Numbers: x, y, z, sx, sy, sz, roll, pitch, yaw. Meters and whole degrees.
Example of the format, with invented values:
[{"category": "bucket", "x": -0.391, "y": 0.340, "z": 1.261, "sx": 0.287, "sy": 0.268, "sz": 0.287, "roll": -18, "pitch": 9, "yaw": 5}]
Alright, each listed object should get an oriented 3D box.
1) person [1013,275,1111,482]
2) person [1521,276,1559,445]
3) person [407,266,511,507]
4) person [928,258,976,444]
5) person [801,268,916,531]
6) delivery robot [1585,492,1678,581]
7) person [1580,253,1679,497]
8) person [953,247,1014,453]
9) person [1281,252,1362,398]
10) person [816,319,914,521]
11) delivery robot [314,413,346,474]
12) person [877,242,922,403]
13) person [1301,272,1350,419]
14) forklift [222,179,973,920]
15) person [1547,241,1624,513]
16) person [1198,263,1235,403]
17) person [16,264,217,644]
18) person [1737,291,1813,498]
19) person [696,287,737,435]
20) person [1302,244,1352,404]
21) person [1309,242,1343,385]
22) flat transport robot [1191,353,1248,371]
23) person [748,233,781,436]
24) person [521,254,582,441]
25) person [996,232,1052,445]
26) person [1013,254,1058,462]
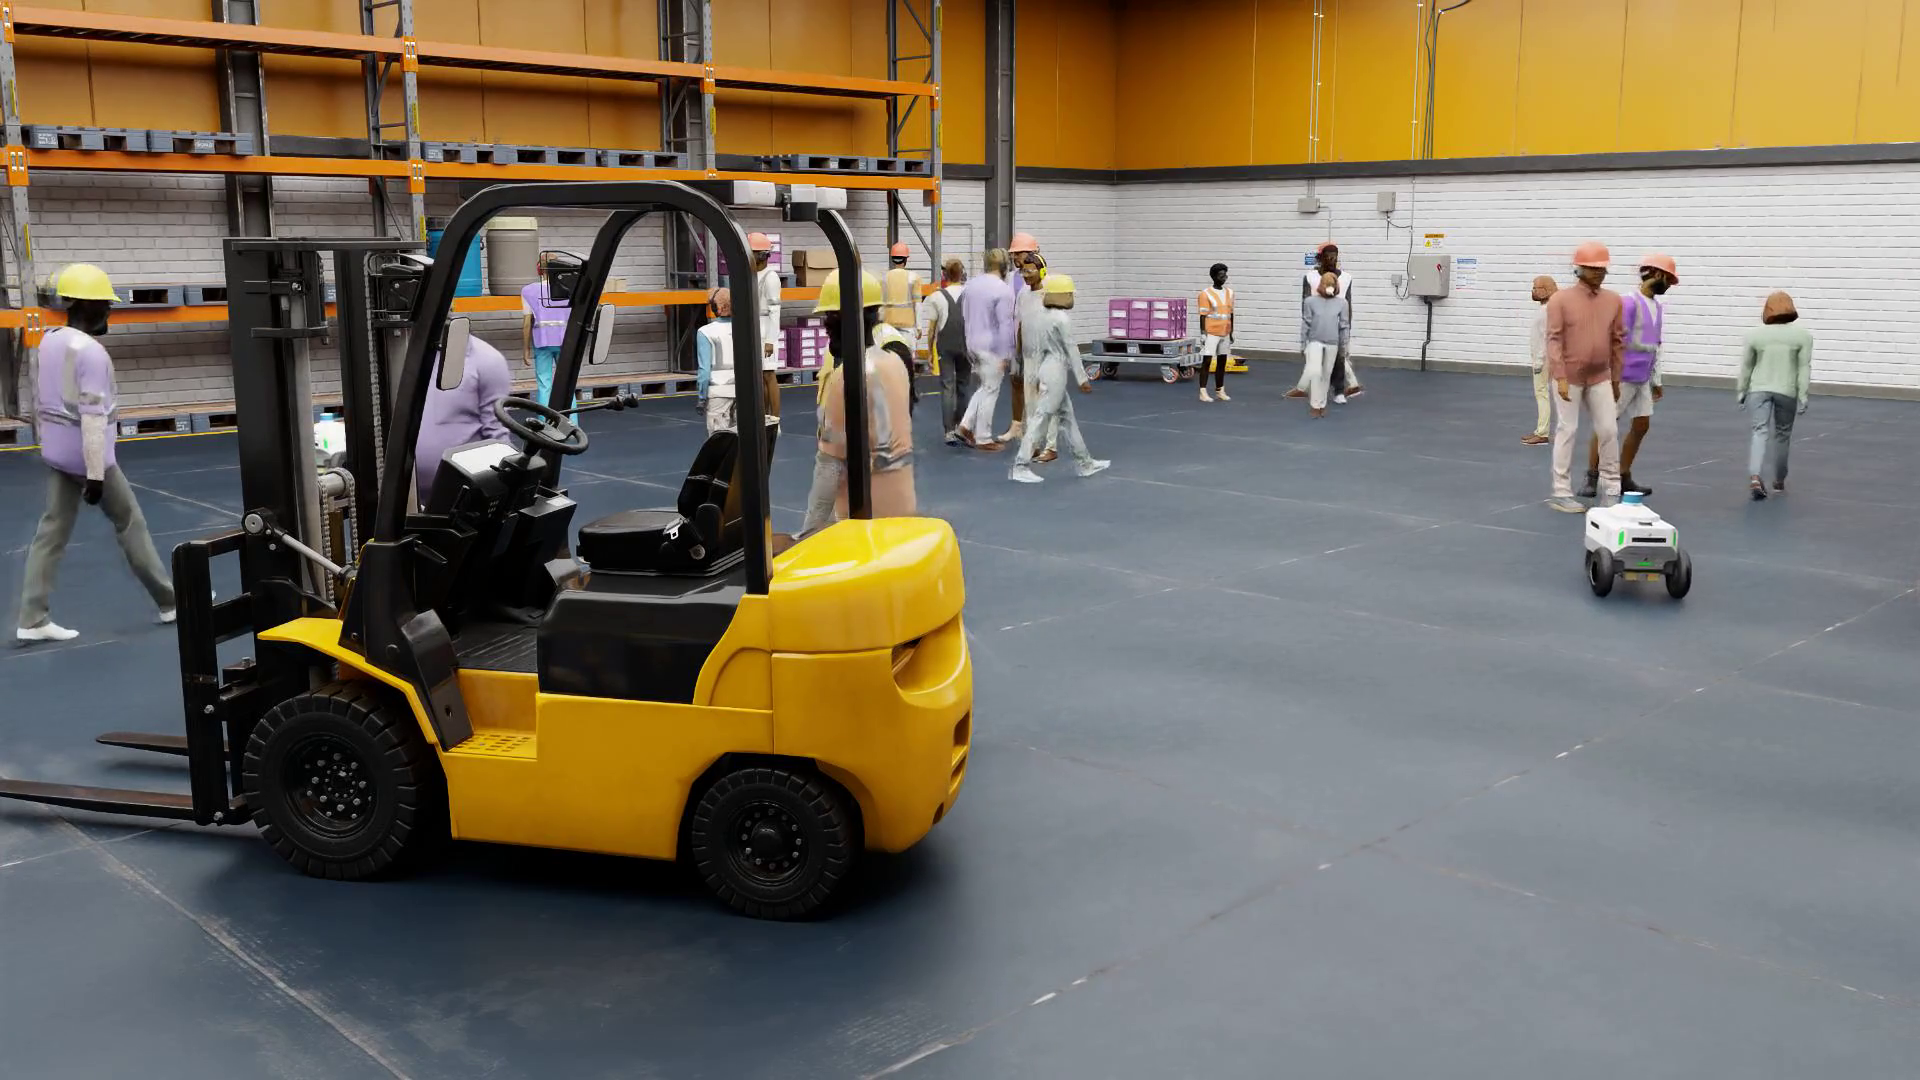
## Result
[{"category": "person", "x": 0.828, "y": -1.325, "z": 13.719, "sx": 0.922, "sy": 1.696, "sz": 0.501, "roll": -3, "pitch": 11, "yaw": -15}, {"category": "person", "x": 5.638, "y": -1.742, "z": 16.152, "sx": 0.272, "sy": 1.632, "sz": 0.507, "roll": 4, "pitch": 11, "yaw": 19}, {"category": "person", "x": -2.156, "y": -0.158, "z": 6.799, "sx": 0.641, "sy": 1.900, "sz": 0.403, "roll": 0, "pitch": 10, "yaw": 1}, {"category": "person", "x": -0.054, "y": -1.849, "z": 16.284, "sx": 0.522, "sy": 1.808, "sz": 0.875, "roll": 0, "pitch": 10, "yaw": -1}, {"category": "person", "x": -0.476, "y": -0.108, "z": 6.530, "sx": 0.785, "sy": 1.900, "sz": 0.590, "roll": 2, "pitch": 11, "yaw": 13}, {"category": "delivery robot", "x": 3.839, "y": -0.033, "z": 9.523, "sx": 0.477, "sy": 0.478, "sz": 0.707, "roll": 1, "pitch": 10, "yaw": 6}, {"category": "person", "x": 5.158, "y": -1.261, "z": 12.862, "sx": 0.637, "sy": 1.886, "sz": 0.505, "roll": -8, "pitch": 13, "yaw": -36}, {"category": "person", "x": 0.271, "y": -1.751, "z": 15.420, "sx": 0.433, "sy": 1.916, "sz": 0.657, "roll": -6, "pitch": 12, "yaw": -28}, {"category": "person", "x": 4.572, "y": -2.668, "z": 20.720, "sx": 0.989, "sy": 1.822, "sz": 0.533, "roll": 2, "pitch": 11, "yaw": 10}, {"category": "person", "x": -0.503, "y": -0.412, "z": 8.336, "sx": 0.429, "sy": 1.841, "sz": 0.633, "roll": -8, "pitch": 13, "yaw": -37}, {"category": "delivery robot", "x": -5.208, "y": -0.800, "z": 13.704, "sx": 0.477, "sy": 0.478, "sz": 0.707, "roll": 1, "pitch": 10, "yaw": 6}, {"category": "person", "x": -0.725, "y": -2.607, "z": 20.041, "sx": 0.552, "sy": 1.936, "sz": 0.358, "roll": 1, "pitch": 10, "yaw": 3}, {"category": "person", "x": 4.046, "y": -2.138, "z": 18.360, "sx": 0.514, "sy": 1.599, "sz": 0.716, "roll": 0, "pitch": 10, "yaw": 1}, {"category": "forklift", "x": -1.114, "y": -0.058, "z": 5.440, "sx": 2.313, "sy": 2.155, "sz": 1.214, "roll": 2, "pitch": 11, "yaw": 13}, {"category": "person", "x": 4.569, "y": -1.170, "z": 12.086, "sx": 0.640, "sy": 1.976, "sz": 0.543, "roll": -1, "pitch": 10, "yaw": -8}, {"category": "person", "x": 3.117, "y": -2.512, "z": 20.212, "sx": 0.537, "sy": 1.692, "sz": 0.321, "roll": -6, "pitch": 12, "yaw": -31}, {"category": "person", "x": -4.357, "y": -0.436, "z": 8.372, "sx": 0.603, "sy": 1.872, "sz": 0.986, "roll": 7, "pitch": 13, "yaw": 35}, {"category": "person", "x": 6.316, "y": -1.131, "z": 12.933, "sx": 0.511, "sy": 1.601, "sz": 0.821, "roll": 6, "pitch": 12, "yaw": 29}, {"category": "person", "x": -1.749, "y": -1.069, "z": 12.466, "sx": 0.308, "sy": 1.641, "sz": 0.511, "roll": 10, "pitch": 14, "yaw": 44}, {"category": "person", "x": 4.403, "y": -2.582, "z": 19.982, "sx": 0.614, "sy": 1.914, "sz": 0.475, "roll": 0, "pitch": 10, "yaw": 2}, {"category": "person", "x": 4.959, "y": -3.059, "z": 22.517, "sx": 0.547, "sy": 1.934, "sz": 0.376, "roll": -9, "pitch": 14, "yaw": -40}, {"category": "flat transport robot", "x": 3.794, "y": -2.680, "z": 24.989, "sx": 0.652, "sy": 0.197, "sz": 1.431, "roll": -2, "pitch": 11, "yaw": -8}, {"category": "person", "x": -2.007, "y": -2.056, "z": 16.748, "sx": 0.375, "sy": 2.044, "sz": 0.605, "roll": -5, "pitch": 12, "yaw": -27}, {"category": "person", "x": -4.002, "y": -1.883, "z": 16.351, "sx": 0.575, "sy": 1.841, "sz": 0.374, "roll": -4, "pitch": 11, "yaw": -19}, {"category": "person", "x": 0.615, "y": -1.931, "z": 16.063, "sx": 0.605, "sy": 2.045, "sz": 0.381, "roll": 10, "pitch": 14, "yaw": 43}, {"category": "person", "x": 0.690, "y": -1.624, "z": 14.911, "sx": 0.501, "sy": 1.861, "sz": 0.327, "roll": 9, "pitch": 14, "yaw": 41}]
